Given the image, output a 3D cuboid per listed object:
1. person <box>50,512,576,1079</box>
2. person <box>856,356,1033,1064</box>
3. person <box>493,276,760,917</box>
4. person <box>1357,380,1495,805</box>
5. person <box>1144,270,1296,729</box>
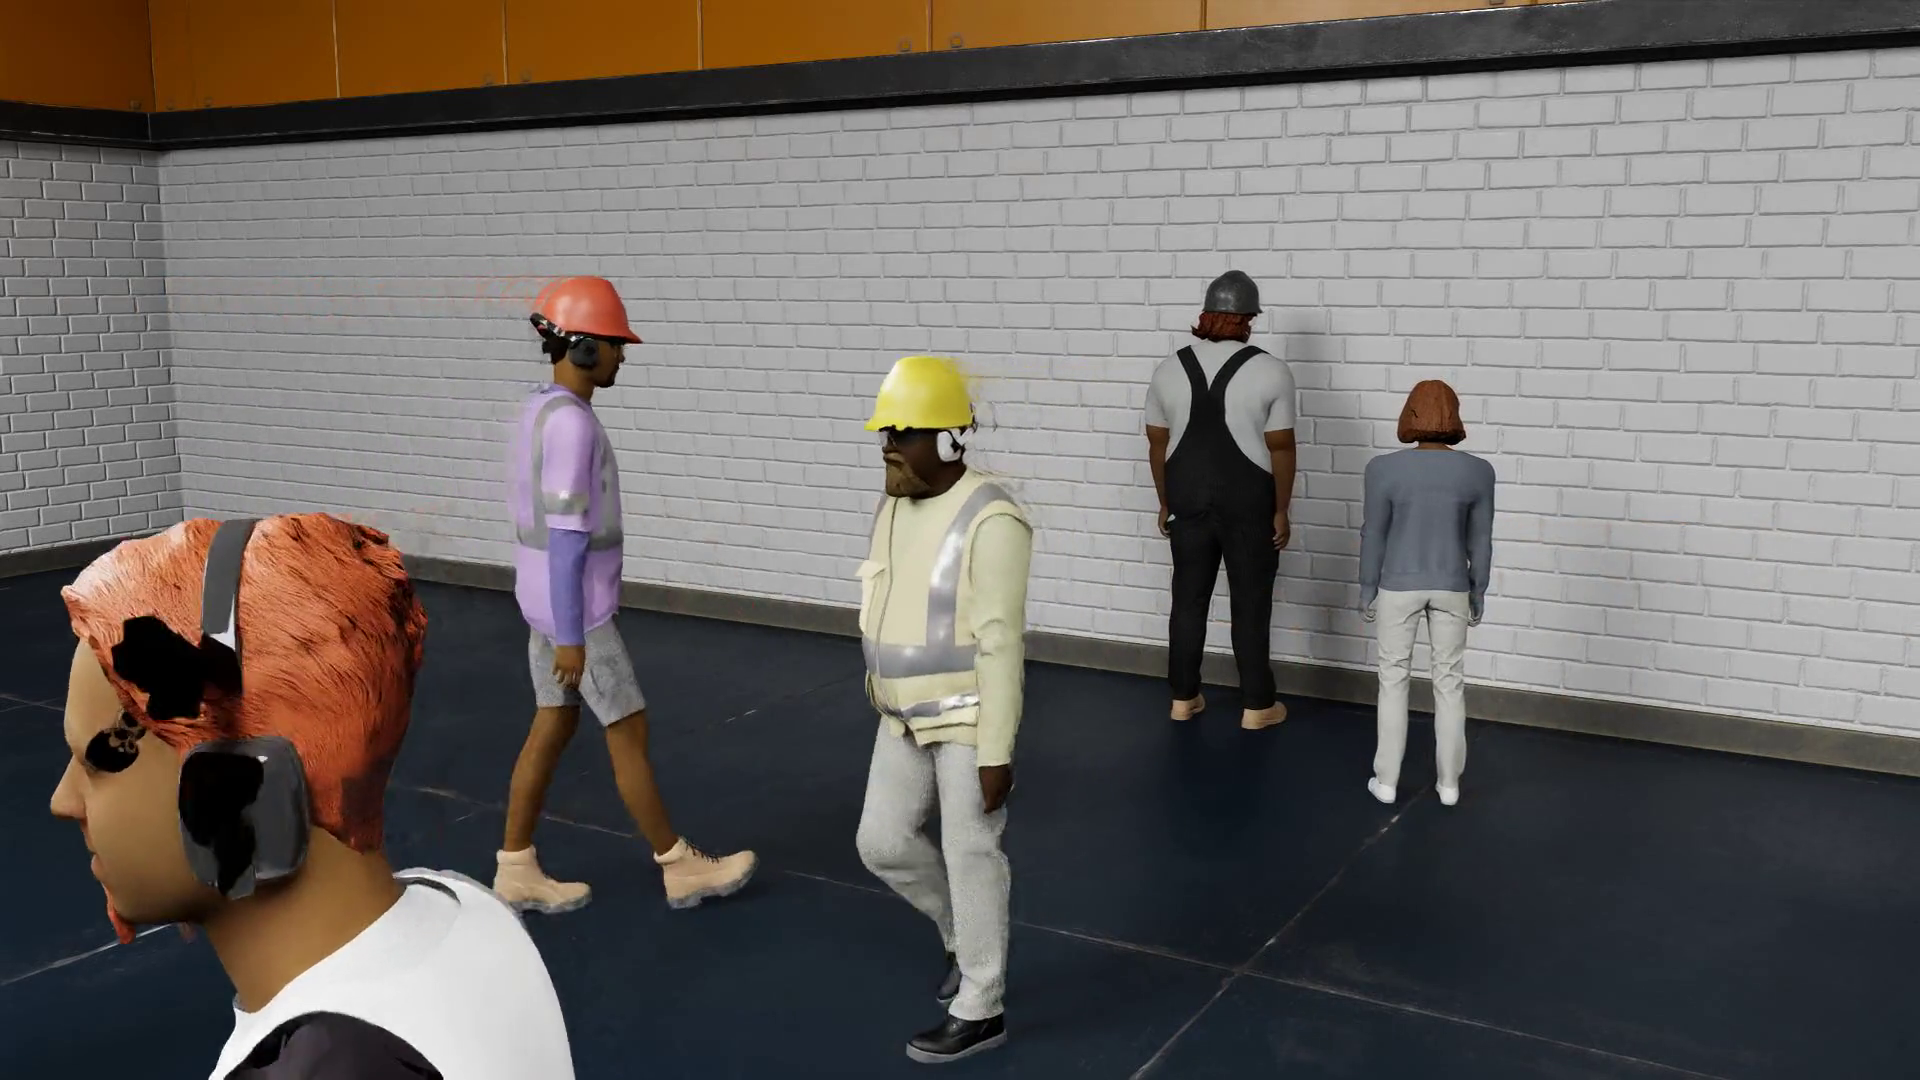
[{"bbox_3d":[-0.537,0.906,1.213,0.744,1.859,0.615,-1,9,-4],"label":"person"},{"bbox_3d":[-0.042,0.442,4.252,0.446,1.817,0.611,-7,11,-37],"label":"person"},{"bbox_3d":[-1.111,0.191,5.226,0.860,2.003,0.633,-4,10,-22],"label":"person"},{"bbox_3d":[1.769,0.206,6.346,0.501,1.627,0.276,0,9,1],"label":"person"},{"bbox_3d":[1.199,-0.185,7.479,0.683,2.000,0.536,5,11,30],"label":"person"}]
